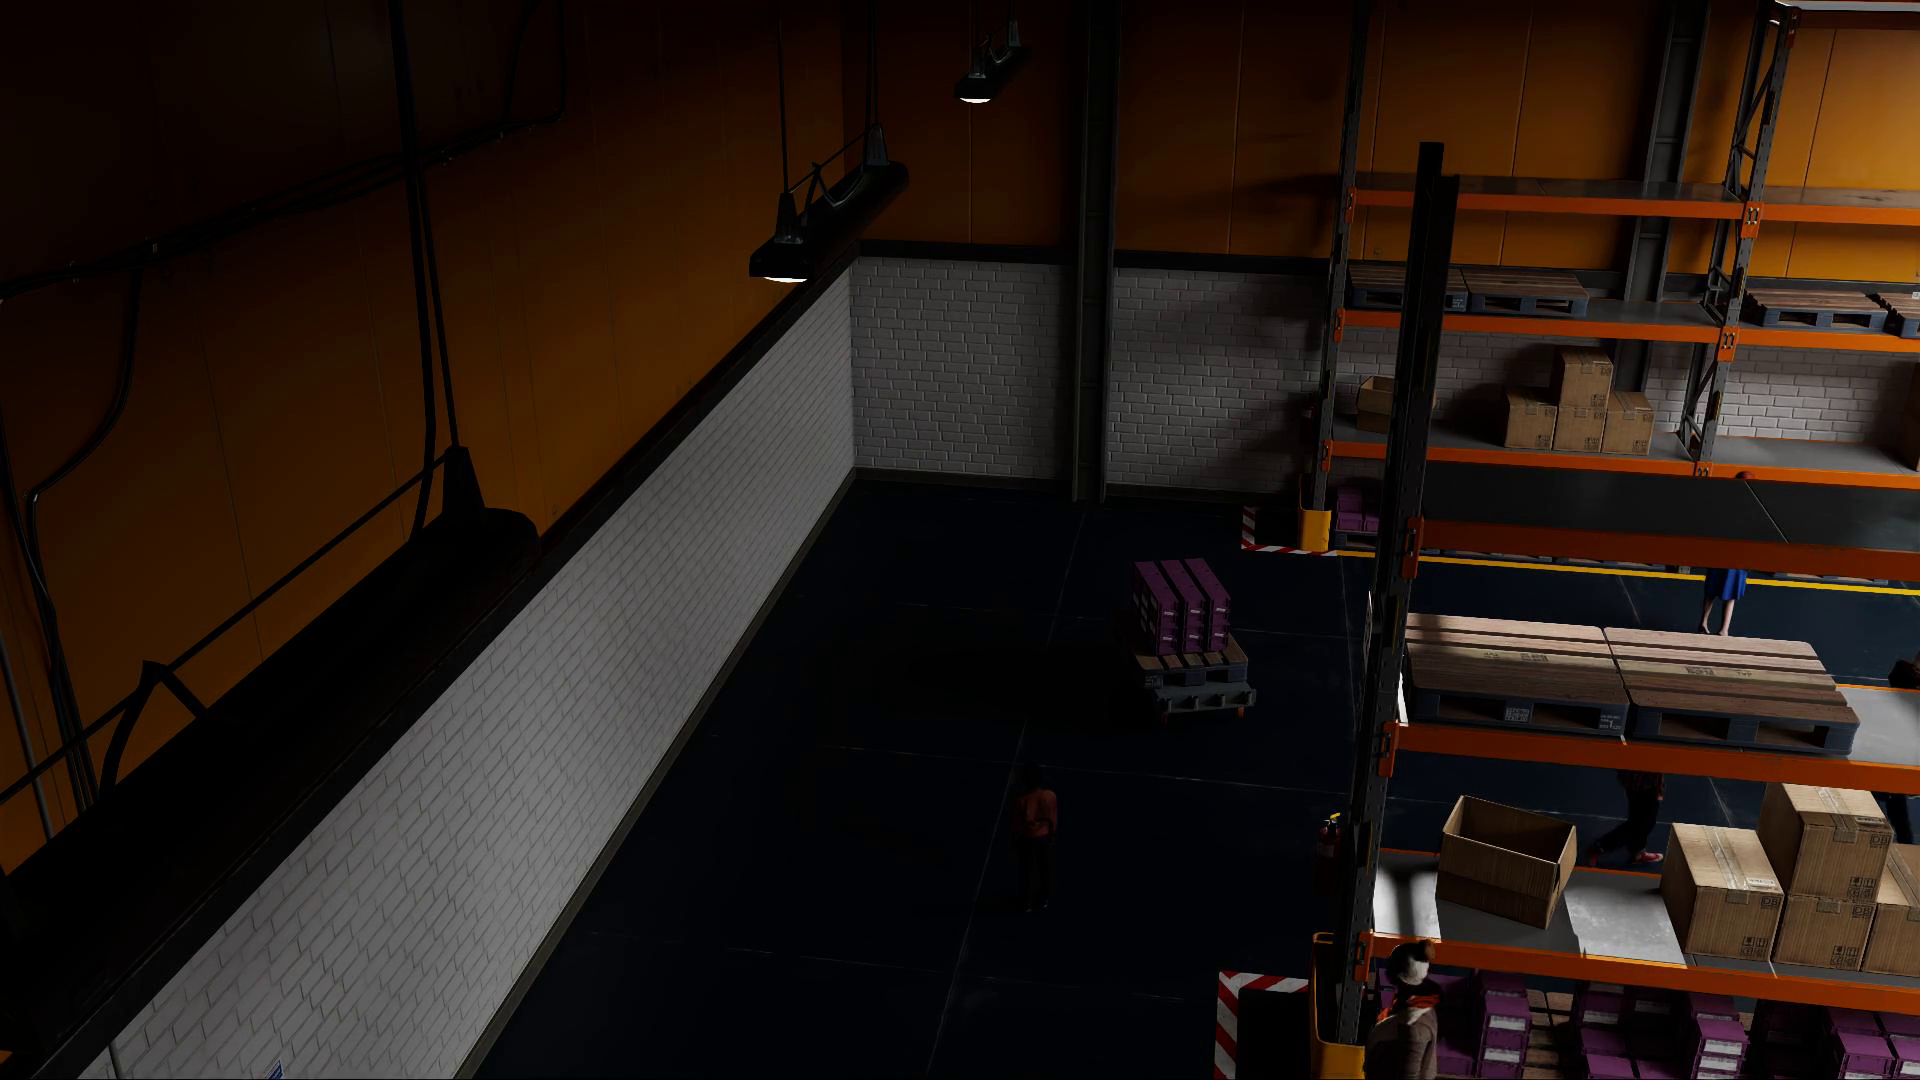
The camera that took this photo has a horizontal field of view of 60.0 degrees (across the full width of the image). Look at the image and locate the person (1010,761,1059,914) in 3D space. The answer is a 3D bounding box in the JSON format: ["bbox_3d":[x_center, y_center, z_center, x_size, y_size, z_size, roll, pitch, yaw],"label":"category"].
[{"bbox_3d":[0.549,2.229,12.541,0.538,1.254,0.649,-8,25,-17],"label":"person"}]

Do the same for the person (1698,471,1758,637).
[{"bbox_3d":[7.631,0.180,16.513,0.769,1.827,0.717,-14,27,-29],"label":"person"}]

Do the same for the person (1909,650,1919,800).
[{"bbox_3d":[8.131,1.374,13.949,0.615,1.691,0.657,-1,24,-1],"label":"person"}]

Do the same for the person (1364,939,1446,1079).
[{"bbox_3d":[2.672,3.147,9.661,0.906,1.879,0.757,7,25,16],"label":"person"}]

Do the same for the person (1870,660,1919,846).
[{"bbox_3d":[7.207,1.829,12.727,1.139,1.837,1.267,-21,31,-39],"label":"person"}]
